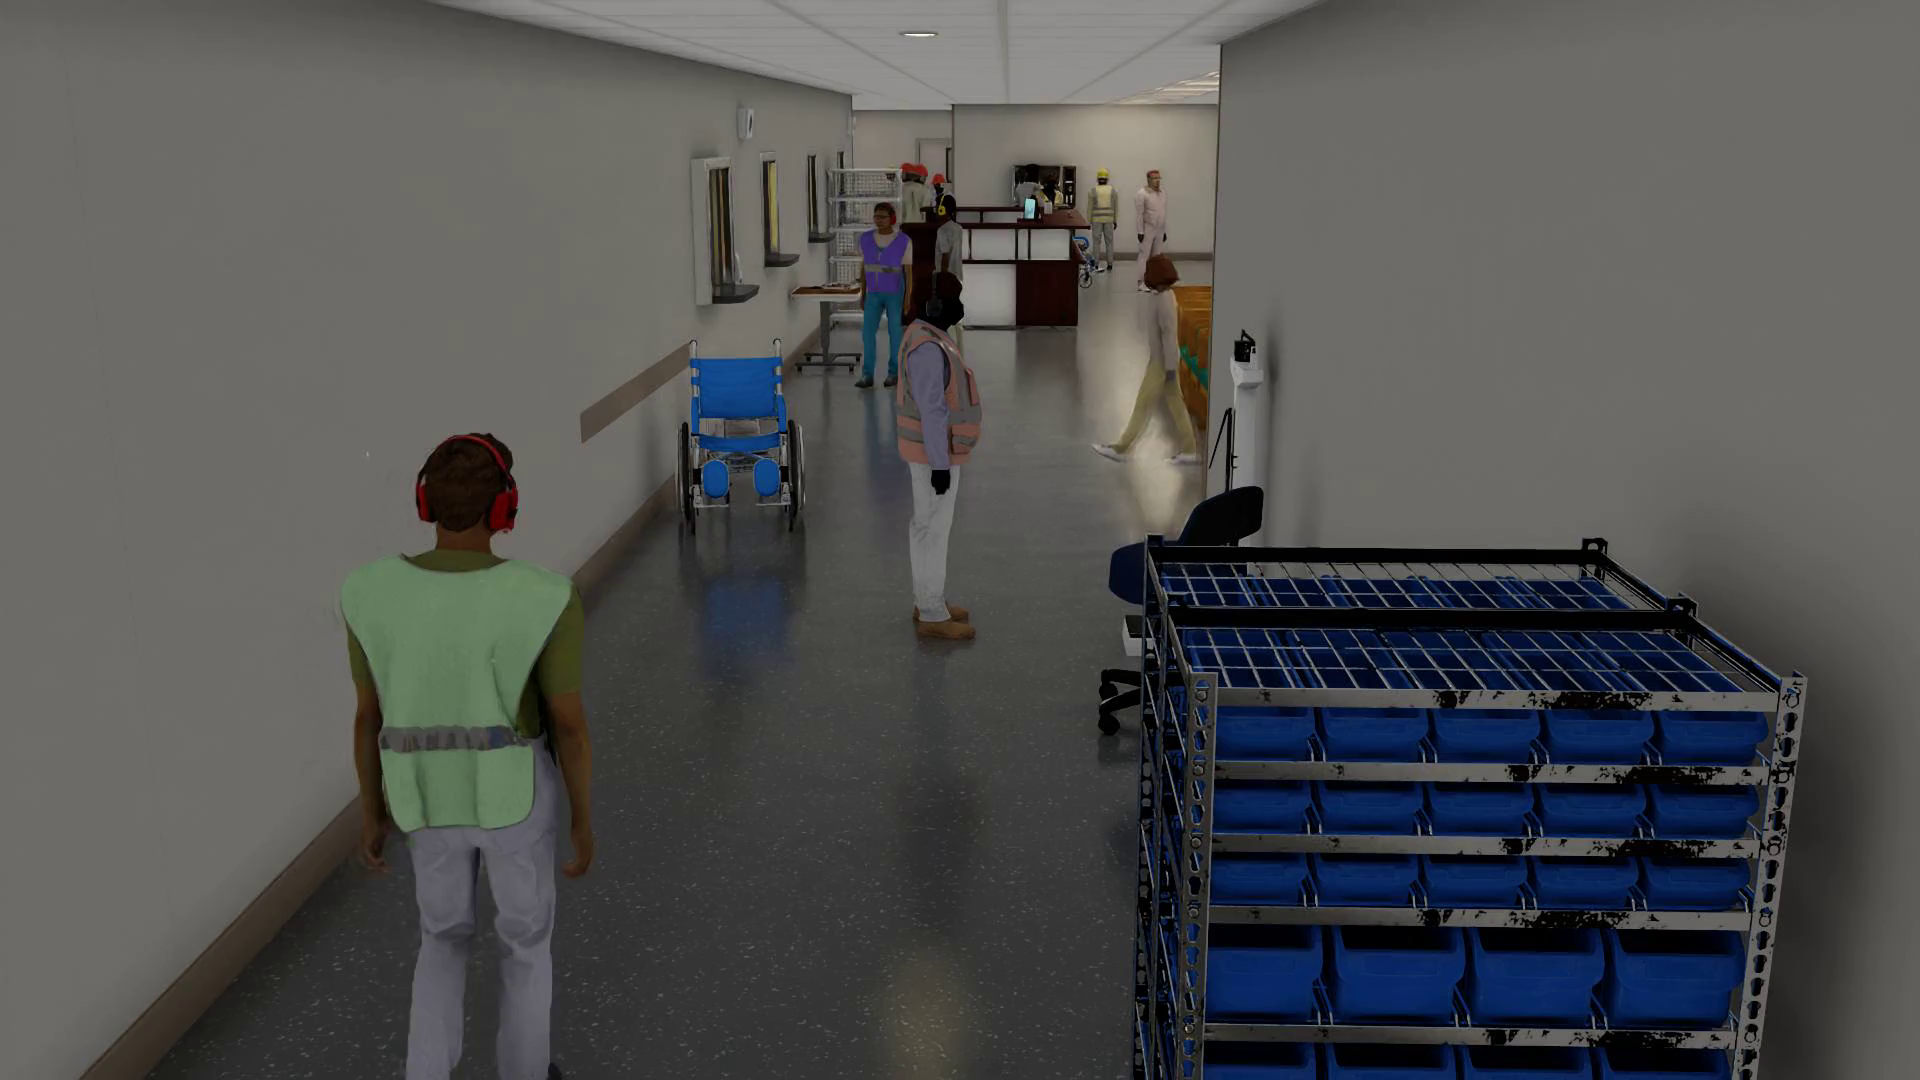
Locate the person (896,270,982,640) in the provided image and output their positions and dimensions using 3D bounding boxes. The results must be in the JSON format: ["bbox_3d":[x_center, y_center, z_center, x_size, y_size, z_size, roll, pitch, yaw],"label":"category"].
[{"bbox_3d":[-0.106,-0.429,8.380,0.429,1.844,0.626,-1,14,-4],"label":"person"}]

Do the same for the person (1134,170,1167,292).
[{"bbox_3d":[3.061,-4.916,26.455,0.643,1.909,0.410,-12,18,-41],"label":"person"}]

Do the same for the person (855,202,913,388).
[{"bbox_3d":[-0.781,-2.396,16.396,0.608,1.816,0.803,5,15,19],"label":"person"}]

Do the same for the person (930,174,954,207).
[{"bbox_3d":[-0.369,-5.773,30.249,0.568,1.748,0.340,9,17,34],"label":"person"}]

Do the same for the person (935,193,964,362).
[{"bbox_3d":[-0.131,-2.709,17.576,0.315,1.869,0.526,6,15,22],"label":"person"}]

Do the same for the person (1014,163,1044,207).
[{"bbox_3d":[1.221,-5.504,28.723,0.608,1.963,0.372,10,17,36],"label":"person"}]

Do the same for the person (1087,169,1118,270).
[{"bbox_3d":[2.595,-5.848,30.387,0.589,1.834,0.403,-2,14,-7],"label":"person"}]

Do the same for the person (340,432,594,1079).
[{"bbox_3d":[-1.173,0.657,4.000,0.582,1.825,0.576,0,14,1],"label":"person"}]

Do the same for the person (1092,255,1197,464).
[{"bbox_3d":[1.441,-1.355,12.655,0.837,1.582,0.510,2,14,8],"label":"person"}]

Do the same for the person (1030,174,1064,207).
[{"bbox_3d":[1.423,-4.974,26.853,0.632,1.836,0.429,-7,15,-25],"label":"person"}]
